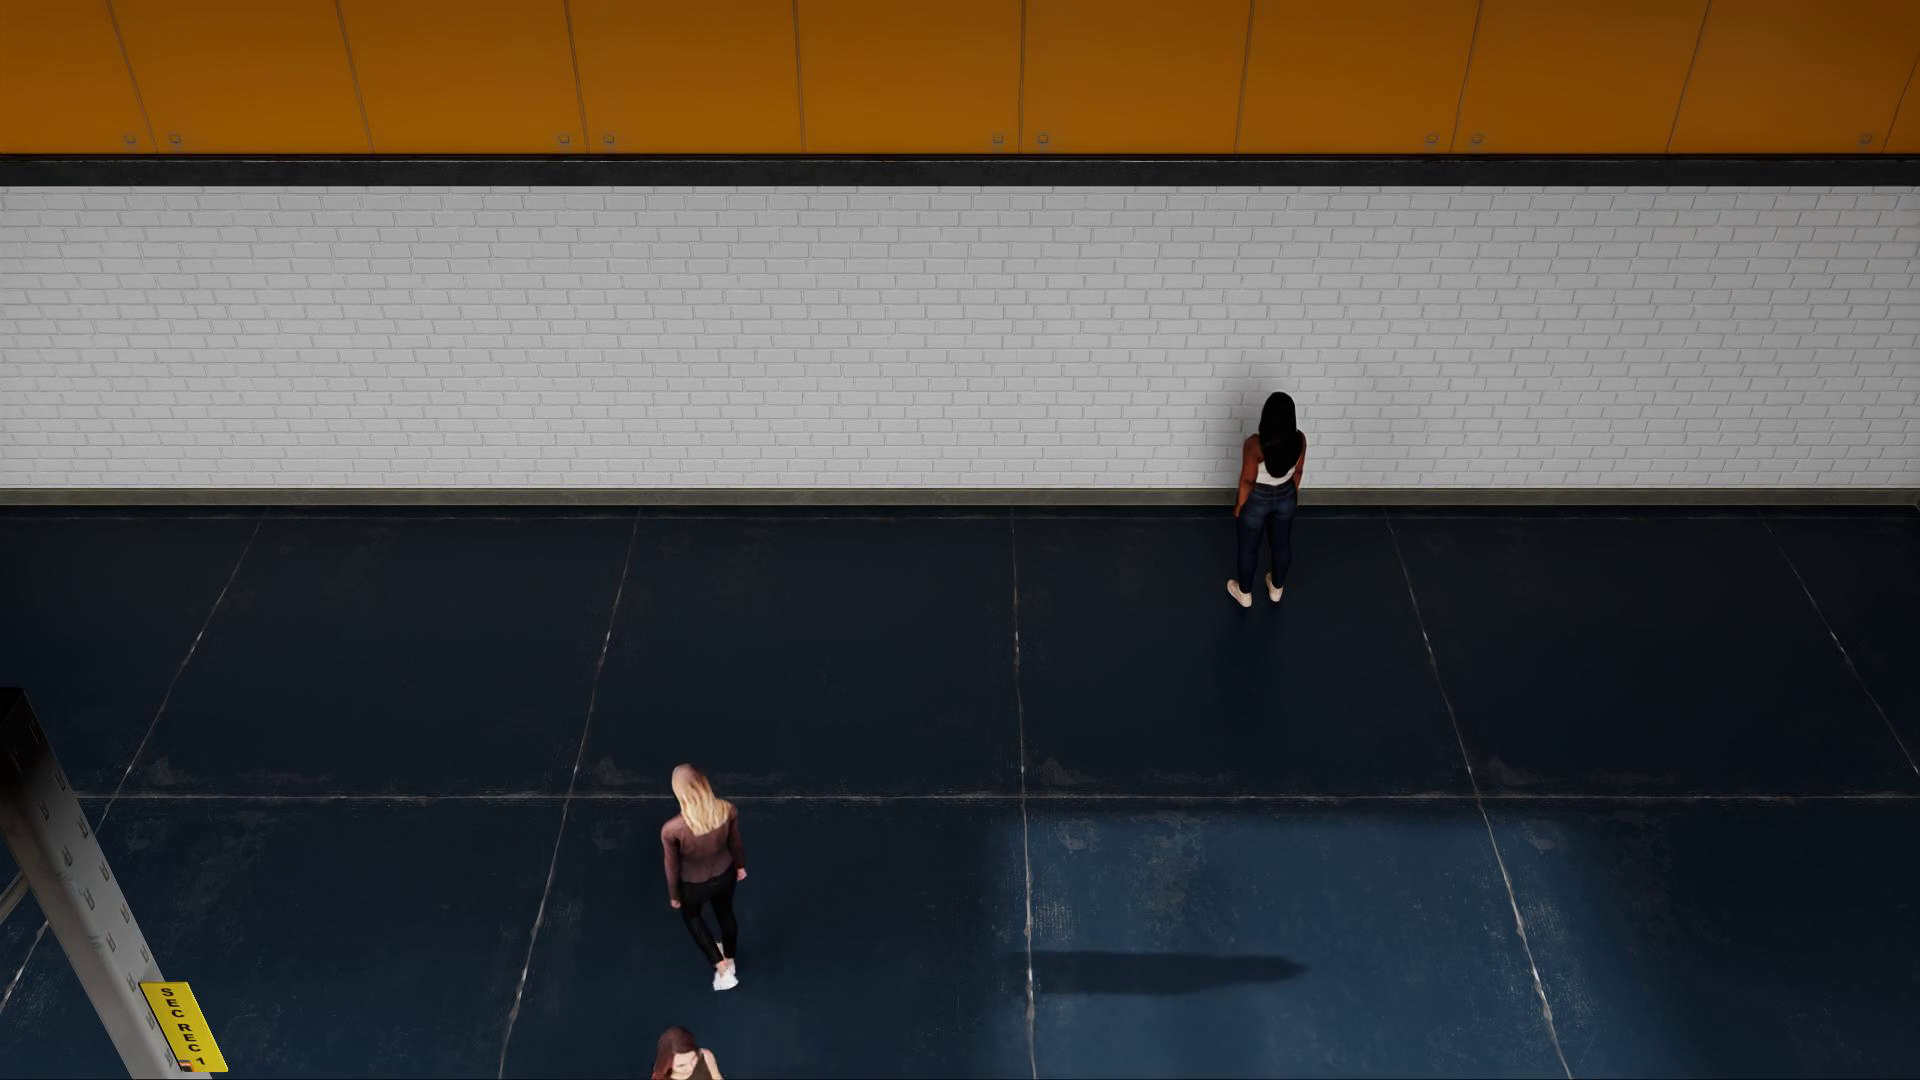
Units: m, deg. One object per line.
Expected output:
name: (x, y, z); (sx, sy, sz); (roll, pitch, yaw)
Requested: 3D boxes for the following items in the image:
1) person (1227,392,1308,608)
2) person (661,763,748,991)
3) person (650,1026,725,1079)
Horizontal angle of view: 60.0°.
person: (2.225, -0.282, 11.987); (0.676, 1.809, 0.654); (-7, 39, -8)
person: (-1.384, 1.953, 9.283); (0.791, 1.691, 0.850); (-20, 43, -23)
person: (-1.387, 2.865, 8.263); (0.896, 1.539, 0.969); (-31, 48, -33)
